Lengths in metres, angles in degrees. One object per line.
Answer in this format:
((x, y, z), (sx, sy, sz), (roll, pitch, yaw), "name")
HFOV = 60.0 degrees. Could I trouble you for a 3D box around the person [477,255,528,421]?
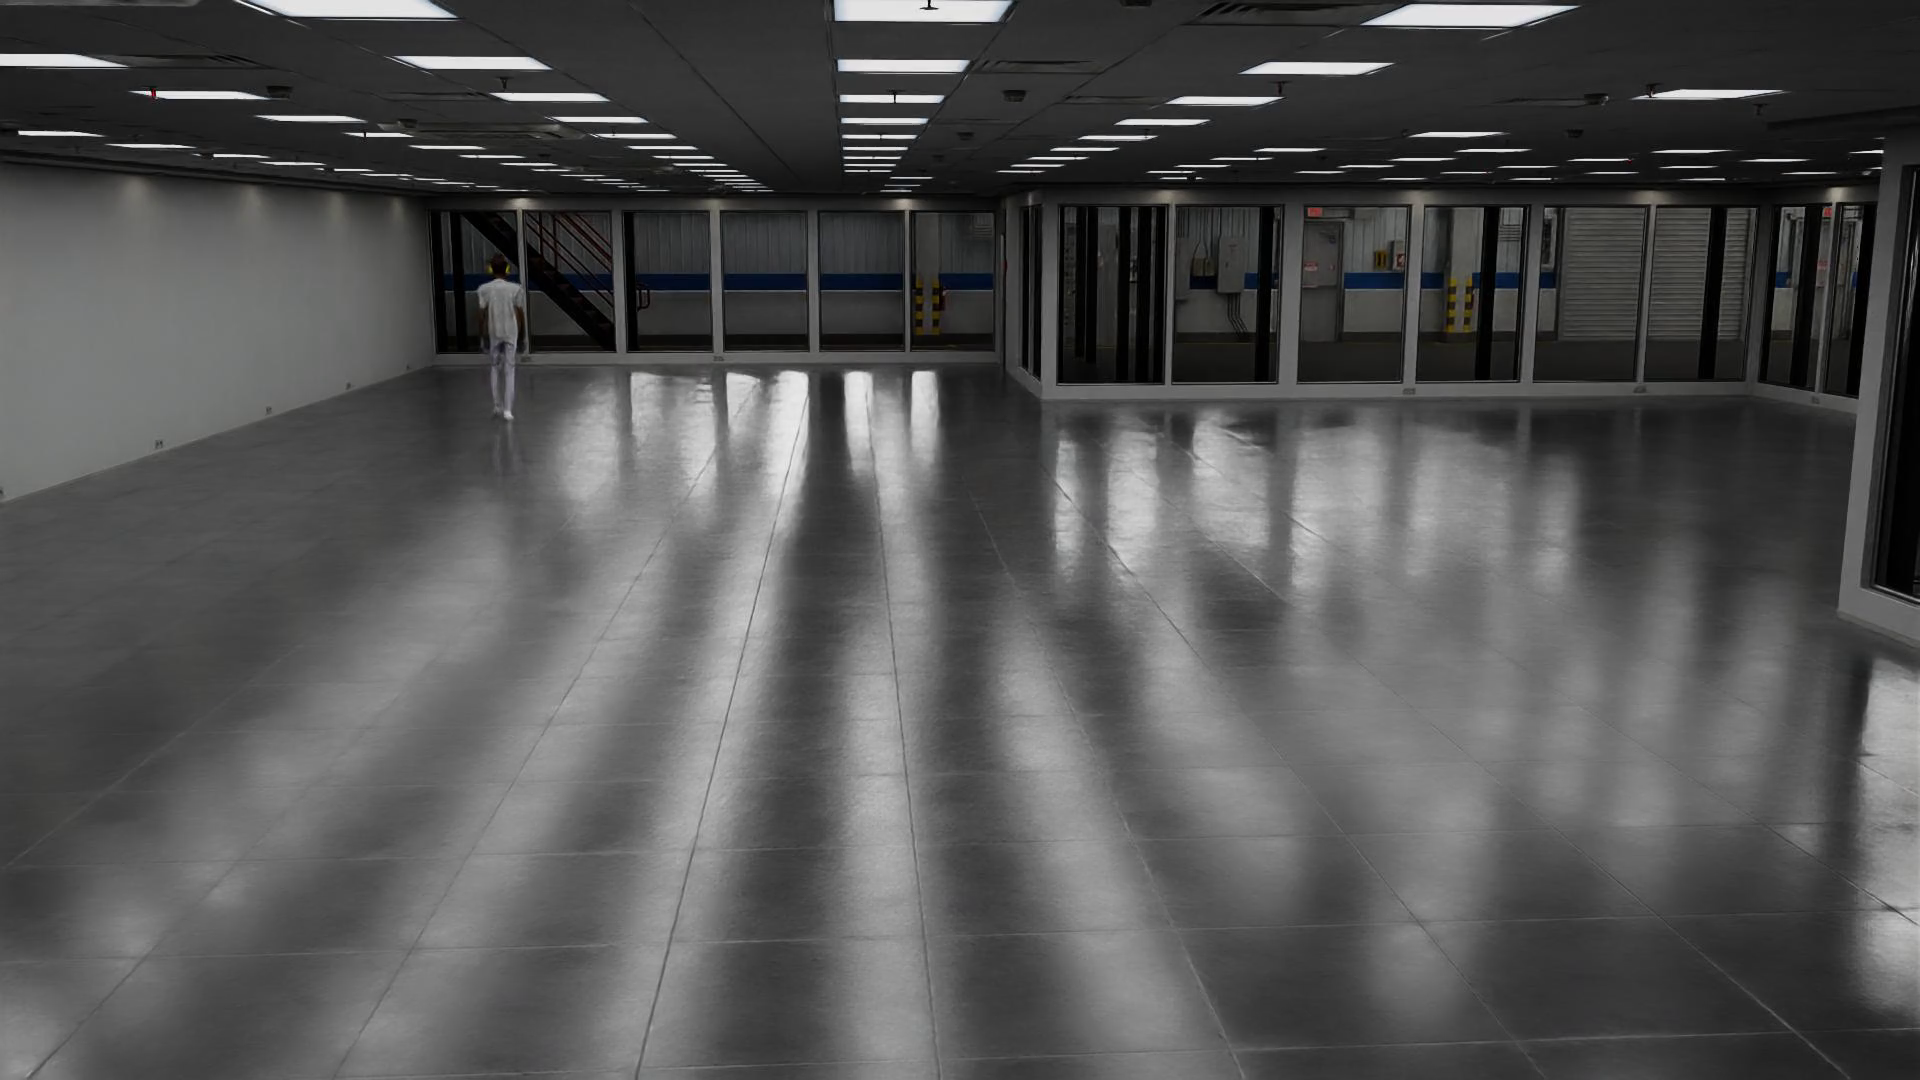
((-5.112, -2.257, 18.597), (0.496, 1.823, 0.994), (-2, 11, -9), "person")
